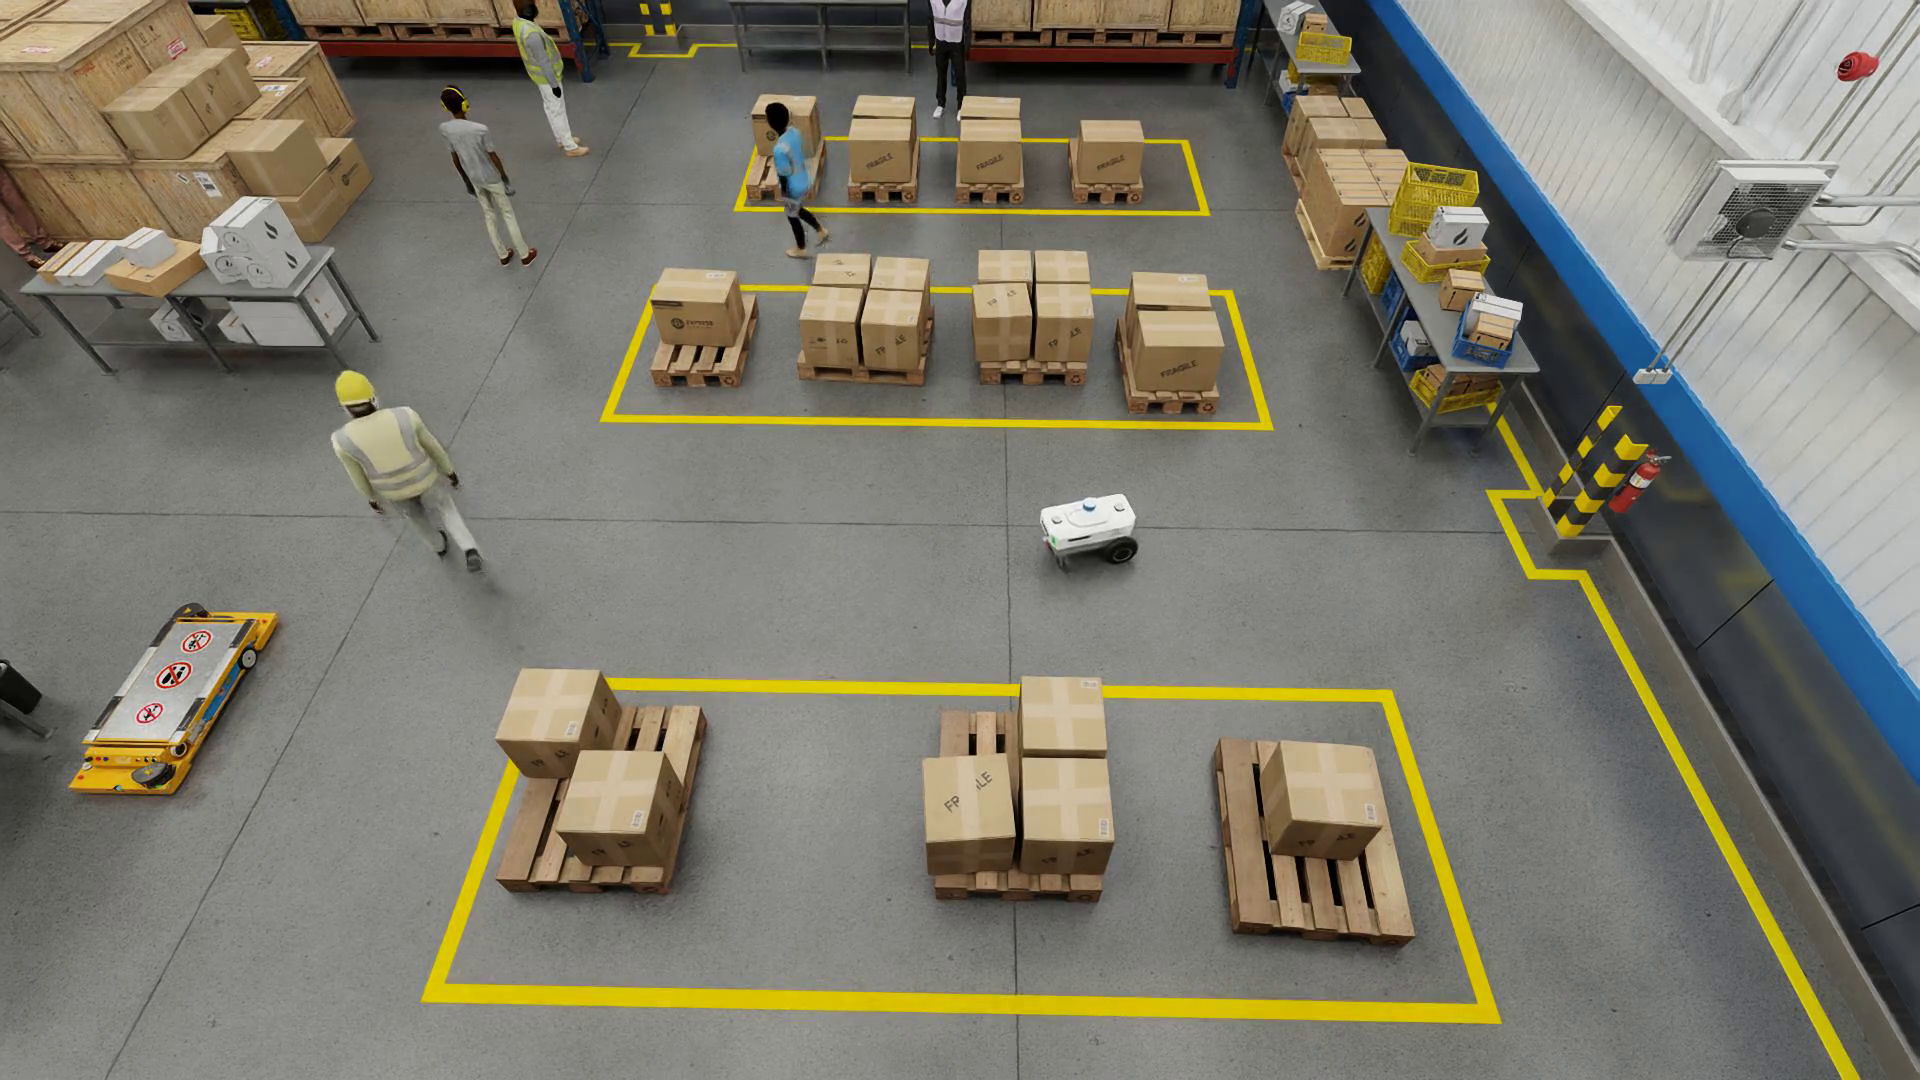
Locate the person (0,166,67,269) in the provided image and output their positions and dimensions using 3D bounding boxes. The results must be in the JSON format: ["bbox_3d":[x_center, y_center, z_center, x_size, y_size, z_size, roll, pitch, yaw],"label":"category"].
[{"bbox_3d":[-10.077,-3.748,9.462,0.403,1.901,0.637,1,50,1],"label":"person"}]

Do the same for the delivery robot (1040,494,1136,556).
[{"bbox_3d":[0.998,-0.137,7.221,0.707,0.478,0.477,-11,51,-9],"label":"delivery robot"}]

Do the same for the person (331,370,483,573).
[{"bbox_3d":[-4.026,-0.413,6.702,0.624,1.803,0.657,-27,55,-21],"label":"person"}]

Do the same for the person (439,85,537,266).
[{"bbox_3d":[-4.888,-3.710,9.458,0.500,1.862,0.327,4,50,4],"label":"person"}]

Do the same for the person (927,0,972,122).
[{"bbox_3d":[-0.126,-6.346,11.658,0.585,1.910,0.396,14,51,12],"label":"person"}]

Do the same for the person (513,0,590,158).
[{"bbox_3d":[-4.971,-5.596,11.063,0.429,1.841,0.634,-27,55,-21],"label":"person"}]

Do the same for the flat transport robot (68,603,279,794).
[{"bbox_3d":[-5.504,1.072,6.442,0.652,0.197,1.431,1,50,1],"label":"flat transport robot"}]

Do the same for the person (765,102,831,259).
[{"bbox_3d":[-1.714,-3.708,9.569,0.406,1.681,0.539,7,50,6],"label":"person"}]
